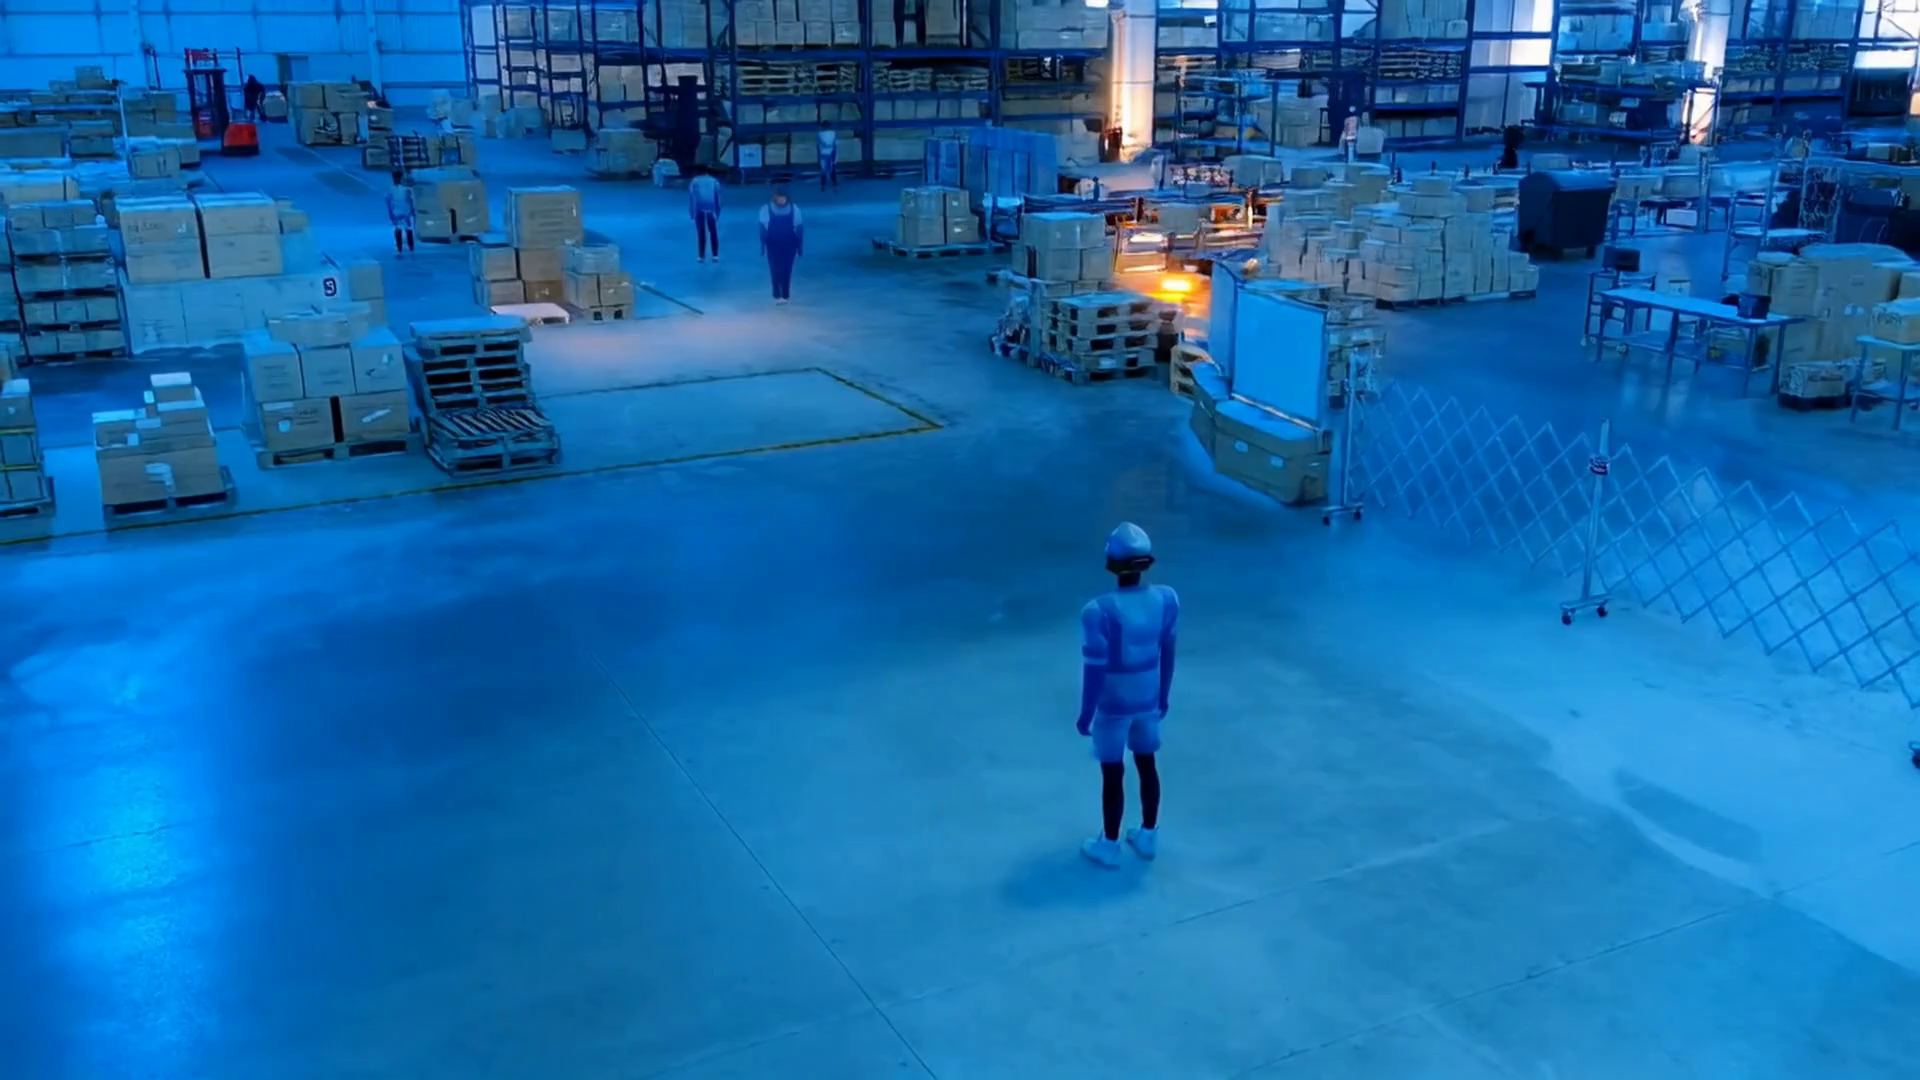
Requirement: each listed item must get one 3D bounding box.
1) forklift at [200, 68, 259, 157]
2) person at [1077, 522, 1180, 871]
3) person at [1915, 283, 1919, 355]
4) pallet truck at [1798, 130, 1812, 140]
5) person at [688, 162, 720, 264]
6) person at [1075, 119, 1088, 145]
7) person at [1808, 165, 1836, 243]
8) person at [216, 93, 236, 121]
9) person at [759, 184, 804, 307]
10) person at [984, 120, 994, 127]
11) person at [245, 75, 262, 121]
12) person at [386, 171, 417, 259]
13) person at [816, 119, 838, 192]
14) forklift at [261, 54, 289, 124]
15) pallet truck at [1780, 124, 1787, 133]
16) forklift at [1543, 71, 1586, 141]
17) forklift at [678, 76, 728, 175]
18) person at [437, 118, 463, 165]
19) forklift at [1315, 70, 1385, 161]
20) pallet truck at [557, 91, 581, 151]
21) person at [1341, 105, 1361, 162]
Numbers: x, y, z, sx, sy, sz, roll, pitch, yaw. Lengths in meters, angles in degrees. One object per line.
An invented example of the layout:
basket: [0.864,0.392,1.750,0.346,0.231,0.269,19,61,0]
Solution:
forklift: [-24.369,-14.147,54.940,1.873,2.768,1.129,-9,20,-26]
person: [0.930,0.886,9.422,0.606,2.044,0.374,-9,20,-26]
person: [13.722,-3.501,23.557,0.522,1.763,0.320,-9,20,-26]
pallet truck: [25.526,-11.556,49.408,1.630,1.274,0.653,-9,20,-26]
person: [-4.900,-6.265,31.892,0.629,1.936,0.373,-9,20,-26]
person: [4.015,-13.722,55.525,0.532,1.694,0.319,-9,20,-26]
person: [16.596,-6.294,32.099,0.508,1.865,0.329,-9,20,-26]
person: [-25.061,-14.292,56.818,0.608,1.995,0.377,-9,20,-26]
person: [-2.912,-4.870,27.372,0.708,2.000,0.988,-4,18,-13]
person: [0.769,-10.071,43.763,0.542,1.931,0.366,-9,20,-26]
person: [-30.632,-19.175,72.132,0.629,1.940,0.373,-9,20,-26]
person: [-10.959,-6.378,32.629,0.532,1.696,0.319,-9,20,-26]
person: [-3.535,-10.240,44.330,0.606,1.913,0.388,-9,20,-26]
forklift: [-28.594,-19.107,70.401,1.873,2.768,1.129,-9,20,-26]
pallet truck: [25.206,-12.542,52.601,1.601,1.201,0.680,0,18,-2]
forklift: [18.685,-13.231,52.085,1.873,2.768,1.129,-9,20,-26]
forklift: [-7.910,-12.203,48.879,1.873,2.768,1.129,-9,20,-26]
person: [-13.409,-10.095,43.791,0.602,1.960,0.368,-9,20,-26]
forklift: [12.466,-13.437,52.725,1.873,2.768,1.129,16,24,40]
pallet truck: [-13.495,-14.412,57.188,0.823,1.965,1.885,-3,18,-9]
person: [11.699,-12.025,49.839,0.601,1.941,0.395,-9,20,-26]
